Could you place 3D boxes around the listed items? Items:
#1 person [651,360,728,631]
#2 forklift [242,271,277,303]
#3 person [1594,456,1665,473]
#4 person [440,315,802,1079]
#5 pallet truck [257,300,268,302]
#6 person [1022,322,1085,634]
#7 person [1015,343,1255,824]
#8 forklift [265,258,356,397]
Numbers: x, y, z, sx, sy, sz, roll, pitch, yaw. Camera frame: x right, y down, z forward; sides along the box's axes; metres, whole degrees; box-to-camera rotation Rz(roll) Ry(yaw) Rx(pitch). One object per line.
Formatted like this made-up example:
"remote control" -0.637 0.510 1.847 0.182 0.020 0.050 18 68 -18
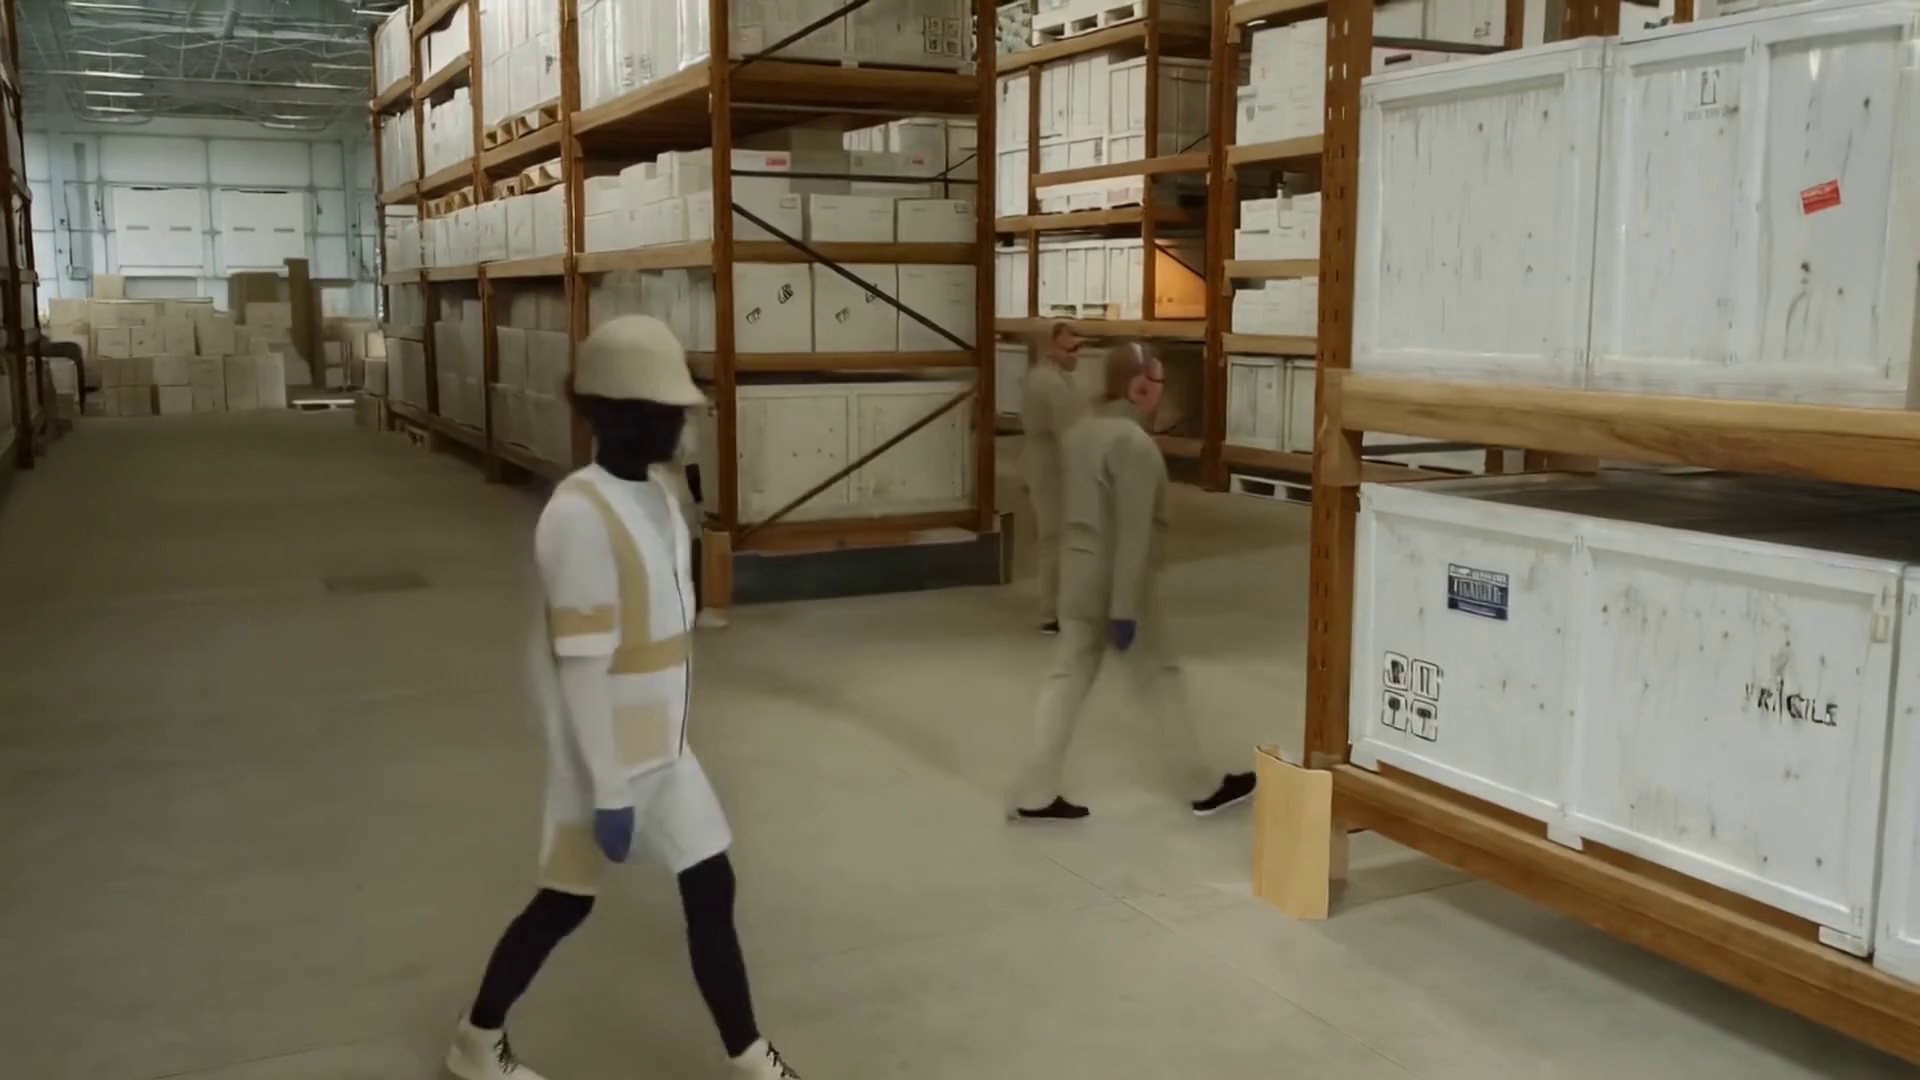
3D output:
"person" -1.744 -0.248 9.904 0.701 1.678 0.539 -4 9 -26
"forklift" -20.652 -6.547 49.238 1.873 2.768 1.129 6 10 37
"person" 2.800 0.092 7.158 0.960 1.806 0.583 -4 9 -23
"person" -0.823 0.466 3.966 1.059 1.993 0.630 2 8 13
"pallet truck" -23.913 -7.404 58.171 1.885 1.965 0.823 -1 8 -9
"person" 0.650 -0.366 10.023 0.531 1.888 0.663 -1 8 -7
"person" 0.658 0.177 6.408 0.988 1.848 0.649 -4 9 -24
"forklift" -13.290 -4.266 33.509 1.873 2.768 1.129 -4 9 -26
